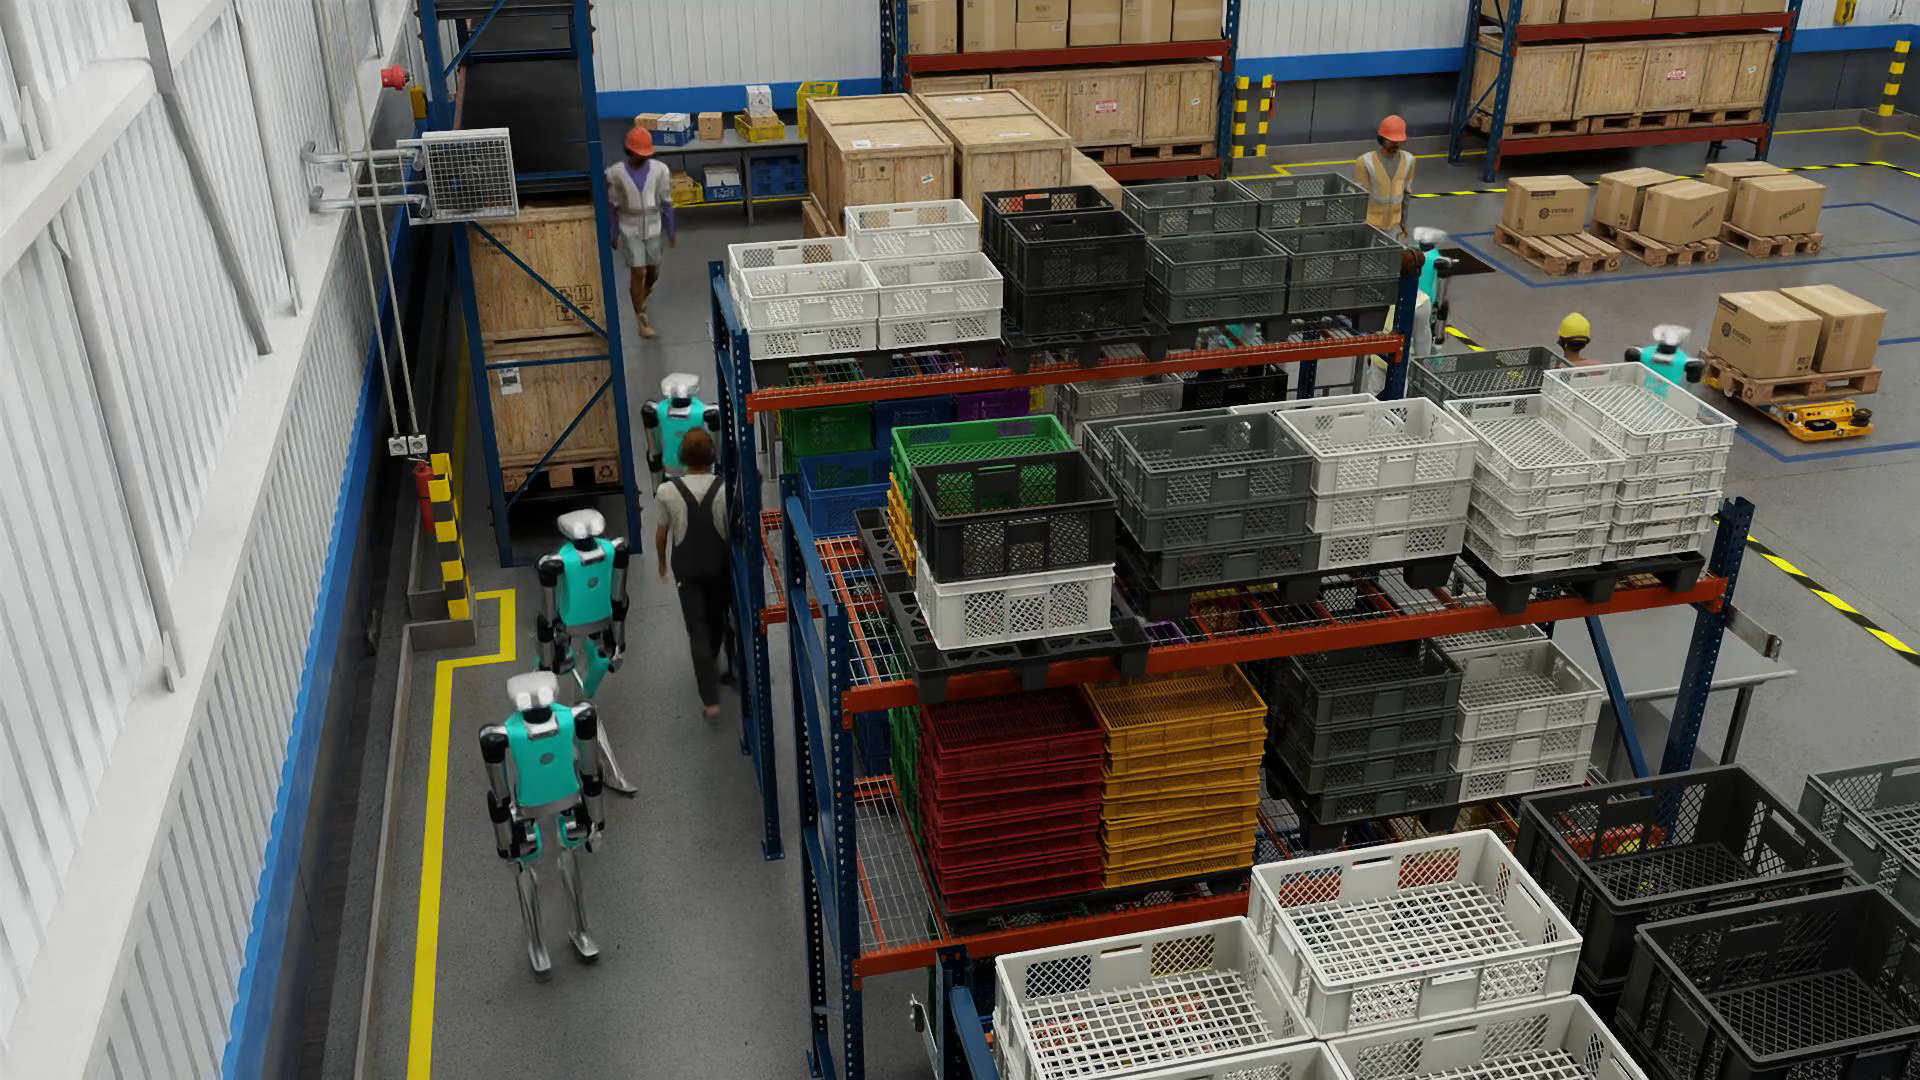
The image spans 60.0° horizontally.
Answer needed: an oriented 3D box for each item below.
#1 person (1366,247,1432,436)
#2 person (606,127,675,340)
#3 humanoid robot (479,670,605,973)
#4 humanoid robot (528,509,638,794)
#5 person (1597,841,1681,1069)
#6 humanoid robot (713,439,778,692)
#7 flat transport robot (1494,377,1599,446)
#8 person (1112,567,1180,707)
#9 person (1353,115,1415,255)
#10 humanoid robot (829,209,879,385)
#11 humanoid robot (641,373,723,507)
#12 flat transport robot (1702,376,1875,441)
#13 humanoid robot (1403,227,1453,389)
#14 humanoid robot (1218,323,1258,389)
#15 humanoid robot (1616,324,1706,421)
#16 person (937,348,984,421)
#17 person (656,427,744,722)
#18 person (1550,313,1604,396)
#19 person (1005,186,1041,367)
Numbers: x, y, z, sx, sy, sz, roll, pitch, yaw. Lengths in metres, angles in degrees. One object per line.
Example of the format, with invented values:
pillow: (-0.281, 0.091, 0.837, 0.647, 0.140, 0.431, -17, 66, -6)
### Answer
person: (3.419, -1.397, 13.010, 0.429, 1.844, 0.626, -18, 33, -31)
person: (-3.058, -2.982, 15.853, 0.619, 2.003, 0.785, -12, 30, -22)
humanoid robot: (-2.007, 1.281, 7.951, 0.530, 1.706, 0.739, -14, 31, -24)
humanoid robot: (-2.167, 0.577, 9.358, 0.570, 1.738, 0.959, -20, 34, -33)
person: (2.616, 1.953, 6.761, 0.484, 1.740, 0.302, 14, 31, 25)
humanoid robot: (-1.375, 0.135, 10.294, 0.345, 1.666, 0.616, 12, 30, 21)
flat transport robot: (4.780, -1.036, 14.013, 0.659, 0.231, 1.431, -6, 28, -12)
person: (0.916, 0.972, 8.513, 0.705, 1.852, 0.448, -9, 29, -17)
person: (4.031, -3.044, 15.922, 0.613, 2.040, 0.373, -7, 29, -13)
humanoid robot: (-0.963, -2.138, 14.631, 0.757, 1.623, 0.610, -7, 29, -13)
humanoid robot: (-1.774, -0.348, 11.214, 0.538, 1.841, 0.789, 2, 28, 3)
flat transport robot: (7.143, -1.253, 14.394, 0.652, 0.197, 1.431, -6, 28, -12)
humanoid robot: (3.913, -1.802, 13.818, 0.741, 1.721, 0.531, -21, 34, -34)
humanoid robot: (1.951, -1.223, 12.779, 0.983, 1.732, 0.539, -1, 28, -2)
humanoid robot: (5.049, -0.800, 12.063, 0.530, 1.780, 1.053, 16, 32, 28)
person: (-0.009, -0.715, 11.634, 0.376, 1.917, 0.597, -6, 28, -11)
person: (-1.564, 0.166, 10.088, 0.523, 1.799, 0.955, -7, 29, -13)
person: (4.268, -0.771, 11.901, 0.532, 1.766, 0.324, -5, 28, -10)
person: (0.545, -2.057, 14.160, 0.357, 1.937, 0.545, -11, 30, -20)
